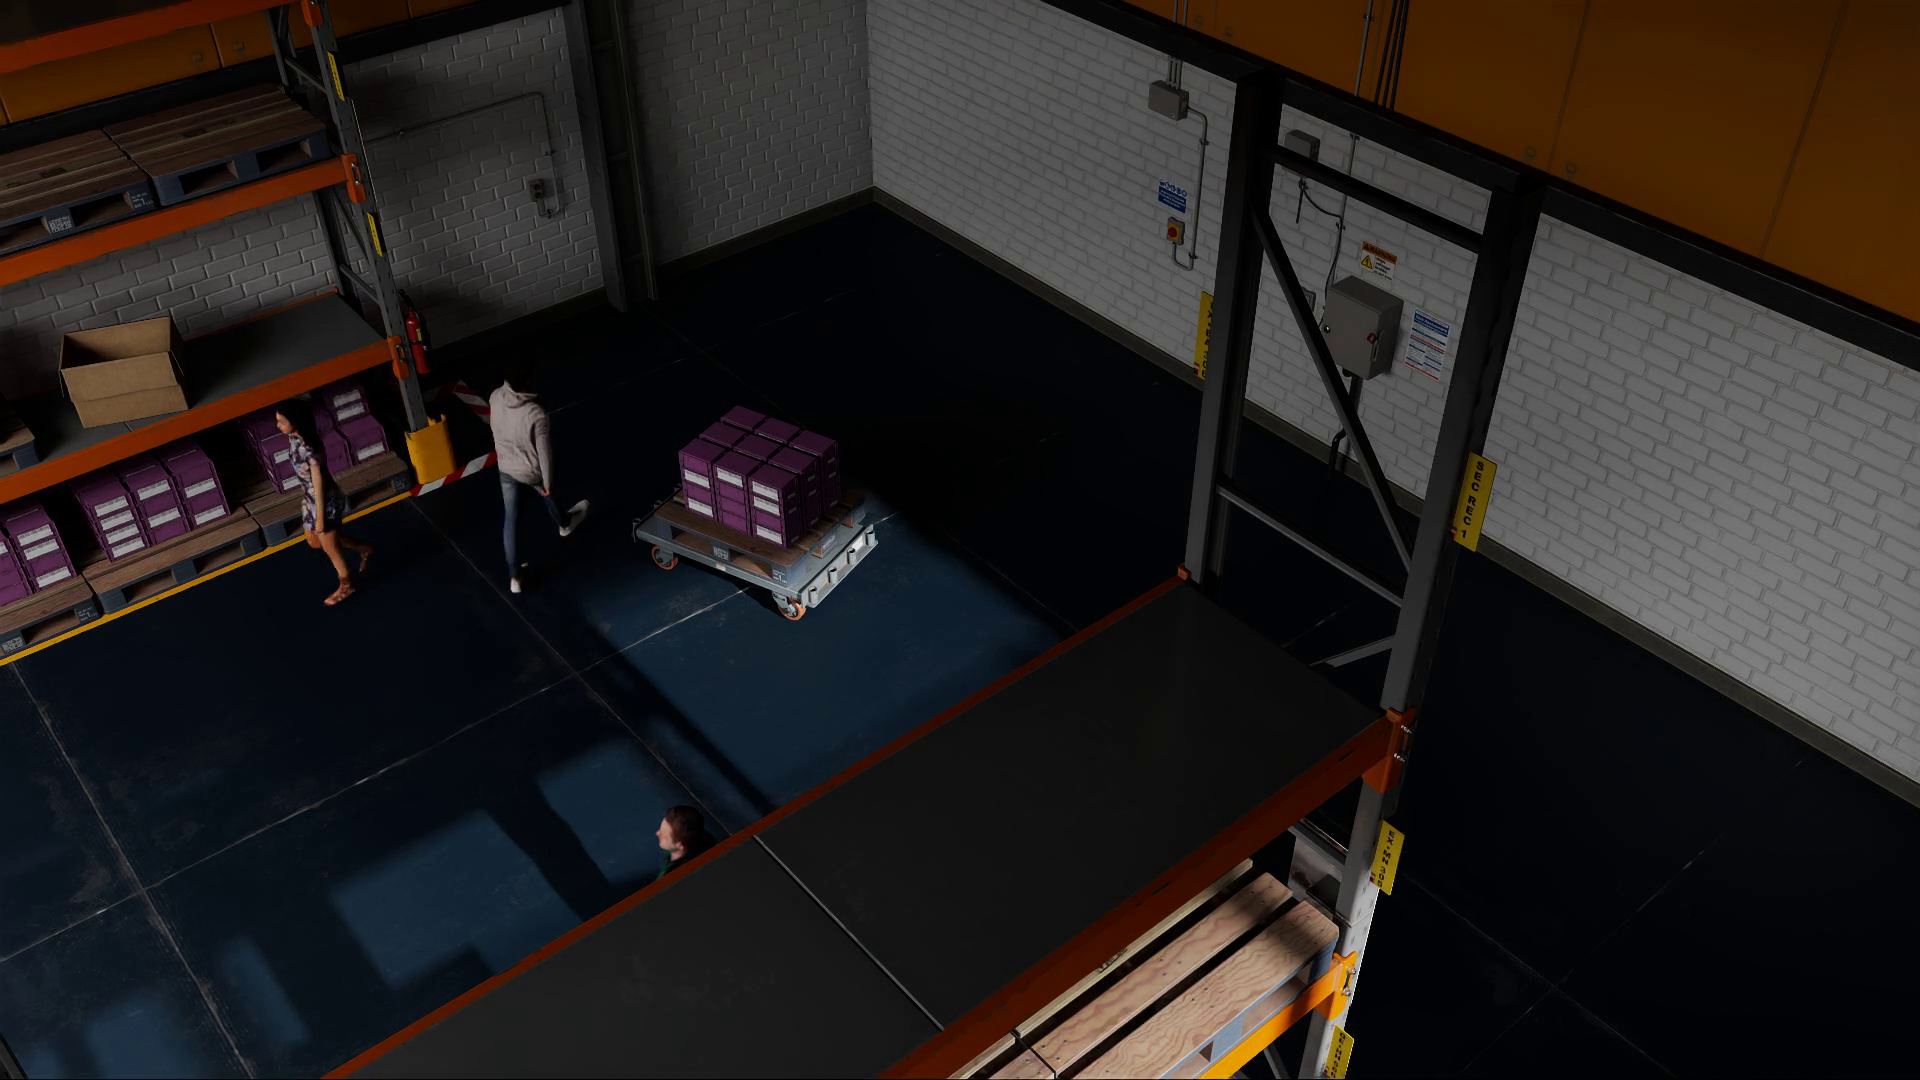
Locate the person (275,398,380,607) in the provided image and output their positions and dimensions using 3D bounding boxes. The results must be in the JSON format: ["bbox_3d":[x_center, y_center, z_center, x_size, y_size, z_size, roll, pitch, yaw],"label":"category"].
[{"bbox_3d":[-4.454,-0.294,11.813,0.763,1.725,0.617,-30,47,-32],"label":"person"}]

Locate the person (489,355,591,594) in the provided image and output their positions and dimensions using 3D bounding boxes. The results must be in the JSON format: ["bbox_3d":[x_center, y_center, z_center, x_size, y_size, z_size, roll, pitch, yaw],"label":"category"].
[{"bbox_3d":[-3.180,-0.430,11.935,1.141,1.784,1.327,8,39,10],"label":"person"}]

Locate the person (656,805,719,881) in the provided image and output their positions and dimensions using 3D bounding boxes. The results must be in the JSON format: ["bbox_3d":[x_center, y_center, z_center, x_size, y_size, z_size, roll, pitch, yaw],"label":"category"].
[{"bbox_3d":[-1.412,2.047,8.787,0.760,1.843,0.742,-7,39,-8],"label":"person"}]
